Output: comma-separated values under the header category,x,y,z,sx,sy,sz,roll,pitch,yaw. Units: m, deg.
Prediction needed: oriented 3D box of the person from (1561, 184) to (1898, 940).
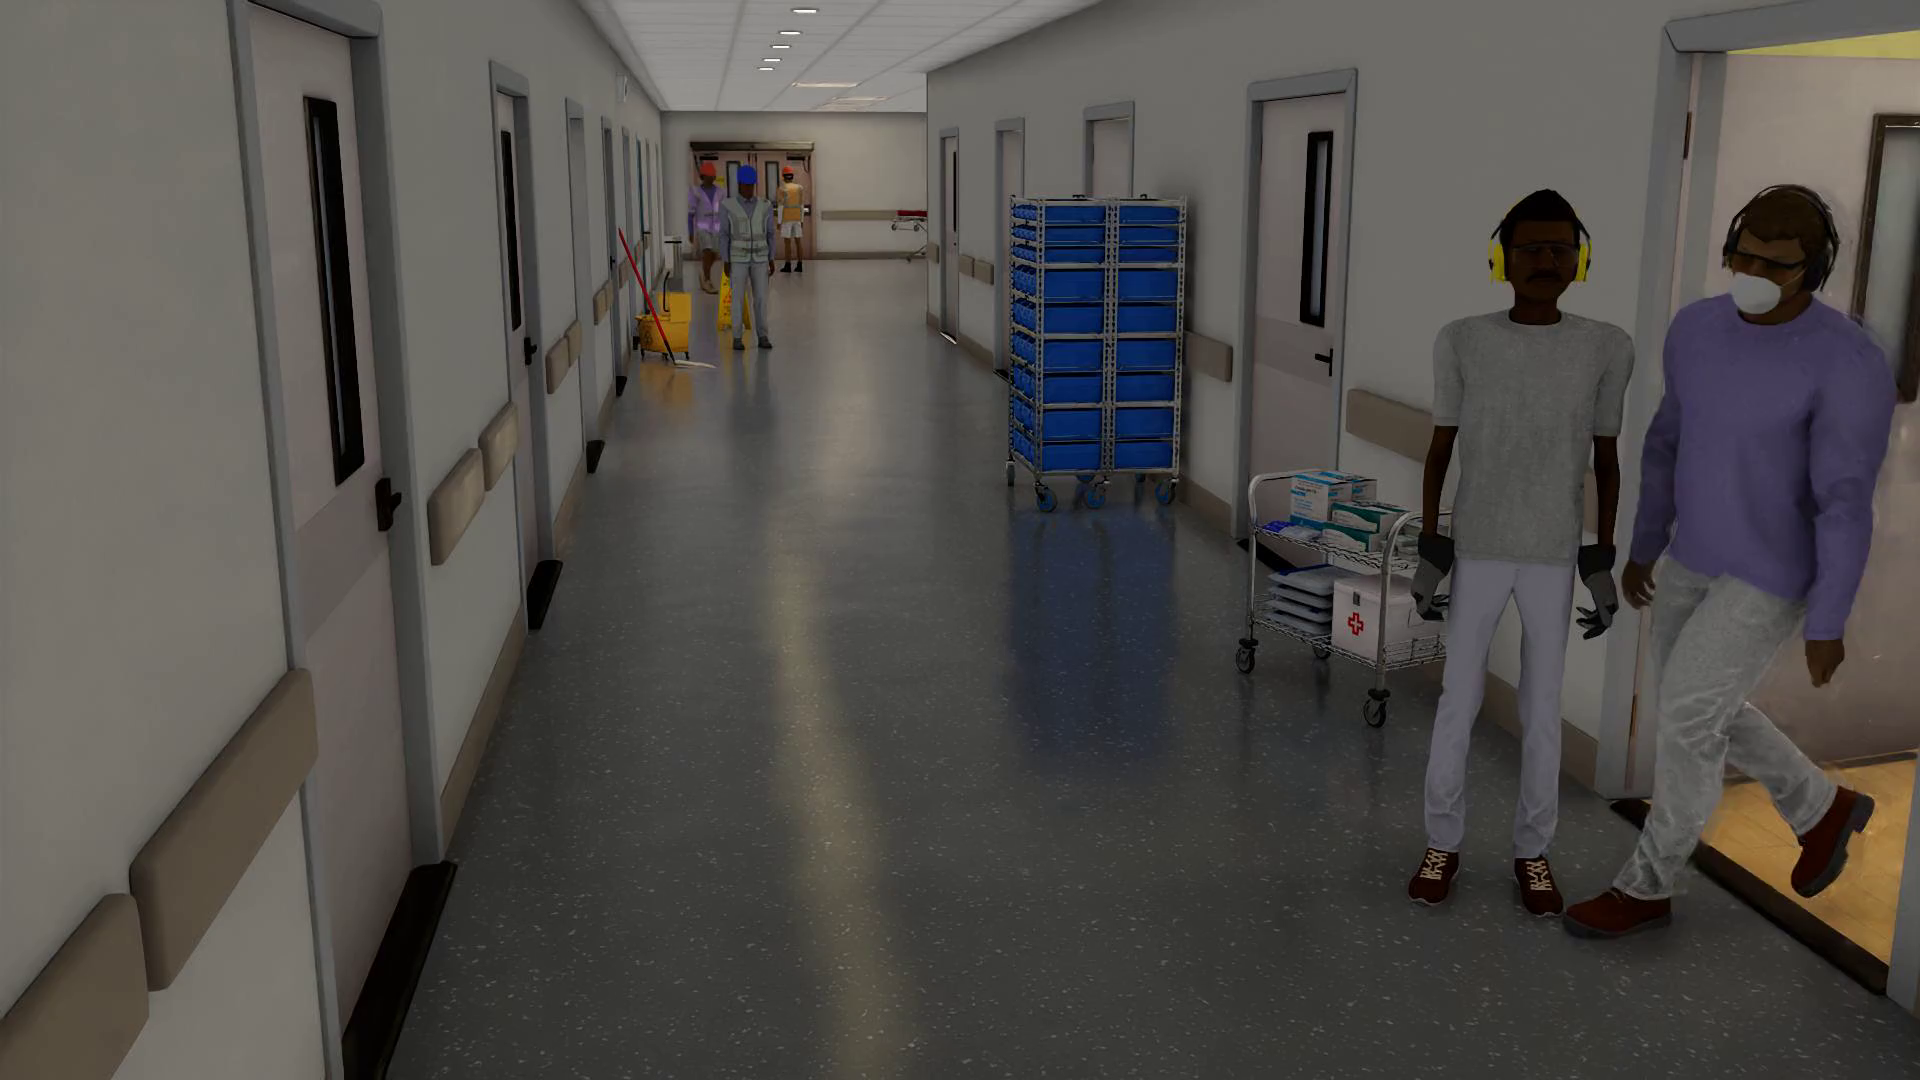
category,x,y,z,sx,sy,sz,roll,pitch,yaw
person,1.970,0.092,4.068,0.770,1.897,0.688,-3,13,-11

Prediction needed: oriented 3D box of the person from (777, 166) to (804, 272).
category,x,y,z,sx,sy,sz,roll,pitch,yaw
person,-3.121,-5.878,30.509,0.542,1.928,0.374,-8,15,-32

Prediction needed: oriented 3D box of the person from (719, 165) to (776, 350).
category,x,y,z,sx,sy,sz,roll,pitch,yaw
person,-2.241,-2.990,17.665,0.599,1.939,0.414,-5,14,-20

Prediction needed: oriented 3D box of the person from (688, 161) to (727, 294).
category,x,y,z,sx,sy,sz,roll,pitch,yaw
person,-3.906,-4.797,25.548,0.605,2.011,0.917,-8,15,-30

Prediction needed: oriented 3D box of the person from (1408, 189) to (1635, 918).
category,x,y,z,sx,sy,sz,roll,pitch,yaw
person,1.436,0.050,4.298,0.518,1.876,0.326,3,13,15
